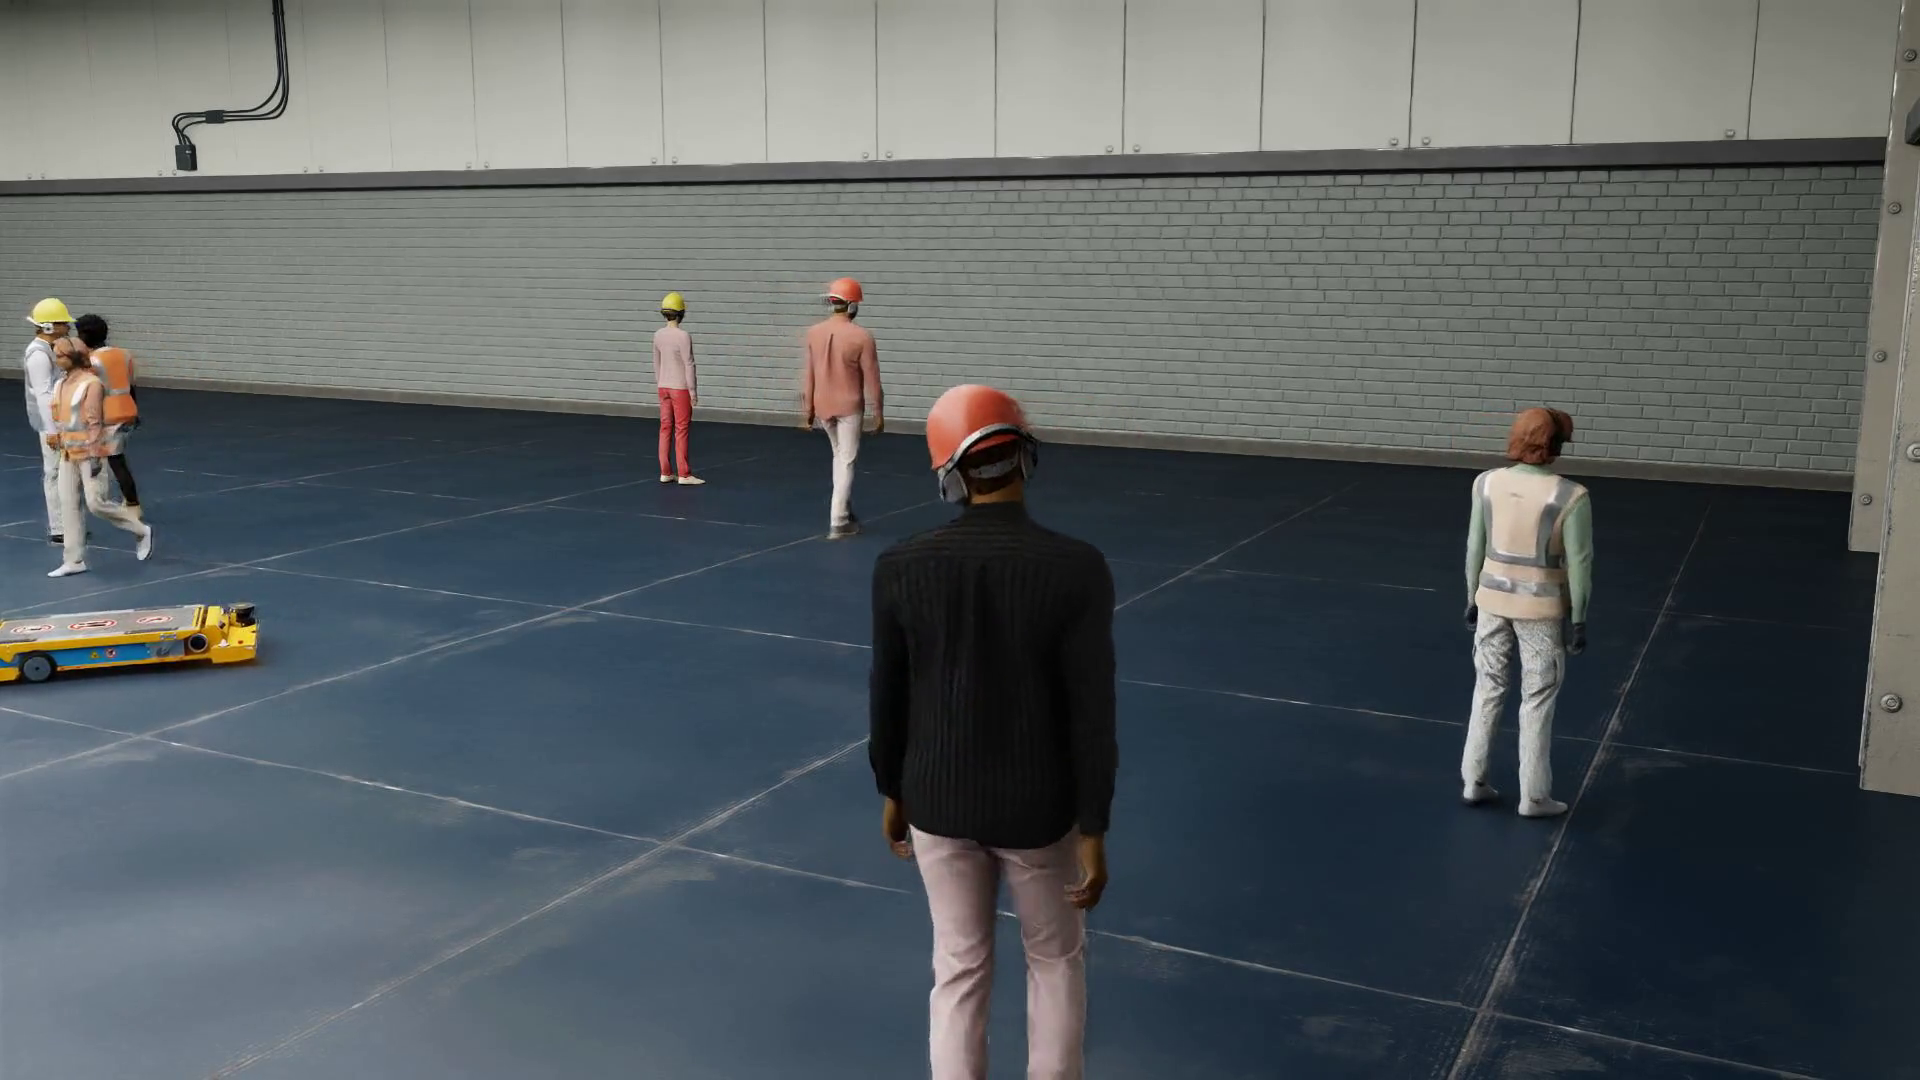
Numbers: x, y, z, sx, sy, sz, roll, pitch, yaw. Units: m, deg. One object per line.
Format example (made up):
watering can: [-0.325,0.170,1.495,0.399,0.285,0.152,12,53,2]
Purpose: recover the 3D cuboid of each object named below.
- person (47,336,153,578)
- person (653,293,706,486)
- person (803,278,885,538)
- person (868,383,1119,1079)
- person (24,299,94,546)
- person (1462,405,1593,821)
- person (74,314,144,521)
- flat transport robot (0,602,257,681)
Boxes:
person: [-5.913,-0.575,11.300,0.522,1.621,0.623,6,12,30]
person: [-2.609,-1.384,15.334,0.525,1.771,0.303,9,14,40]
person: [-0.831,-1.022,12.802,0.646,1.965,0.751,6,12,31]
person: [0.065,0.619,3.908,0.636,1.947,0.596,3,11,15]
person: [-6.689,-0.868,12.359,0.404,1.830,0.611,-3,11,-18]
person: [2.223,0.289,6.568,0.313,1.641,0.522,-9,14,-40]
person: [-6.815,-0.964,13.284,0.495,1.669,0.562,2,11,13]
flat transport robot: [-4.563,0.538,8.939,1.431,0.197,0.652,-4,11,-22]
